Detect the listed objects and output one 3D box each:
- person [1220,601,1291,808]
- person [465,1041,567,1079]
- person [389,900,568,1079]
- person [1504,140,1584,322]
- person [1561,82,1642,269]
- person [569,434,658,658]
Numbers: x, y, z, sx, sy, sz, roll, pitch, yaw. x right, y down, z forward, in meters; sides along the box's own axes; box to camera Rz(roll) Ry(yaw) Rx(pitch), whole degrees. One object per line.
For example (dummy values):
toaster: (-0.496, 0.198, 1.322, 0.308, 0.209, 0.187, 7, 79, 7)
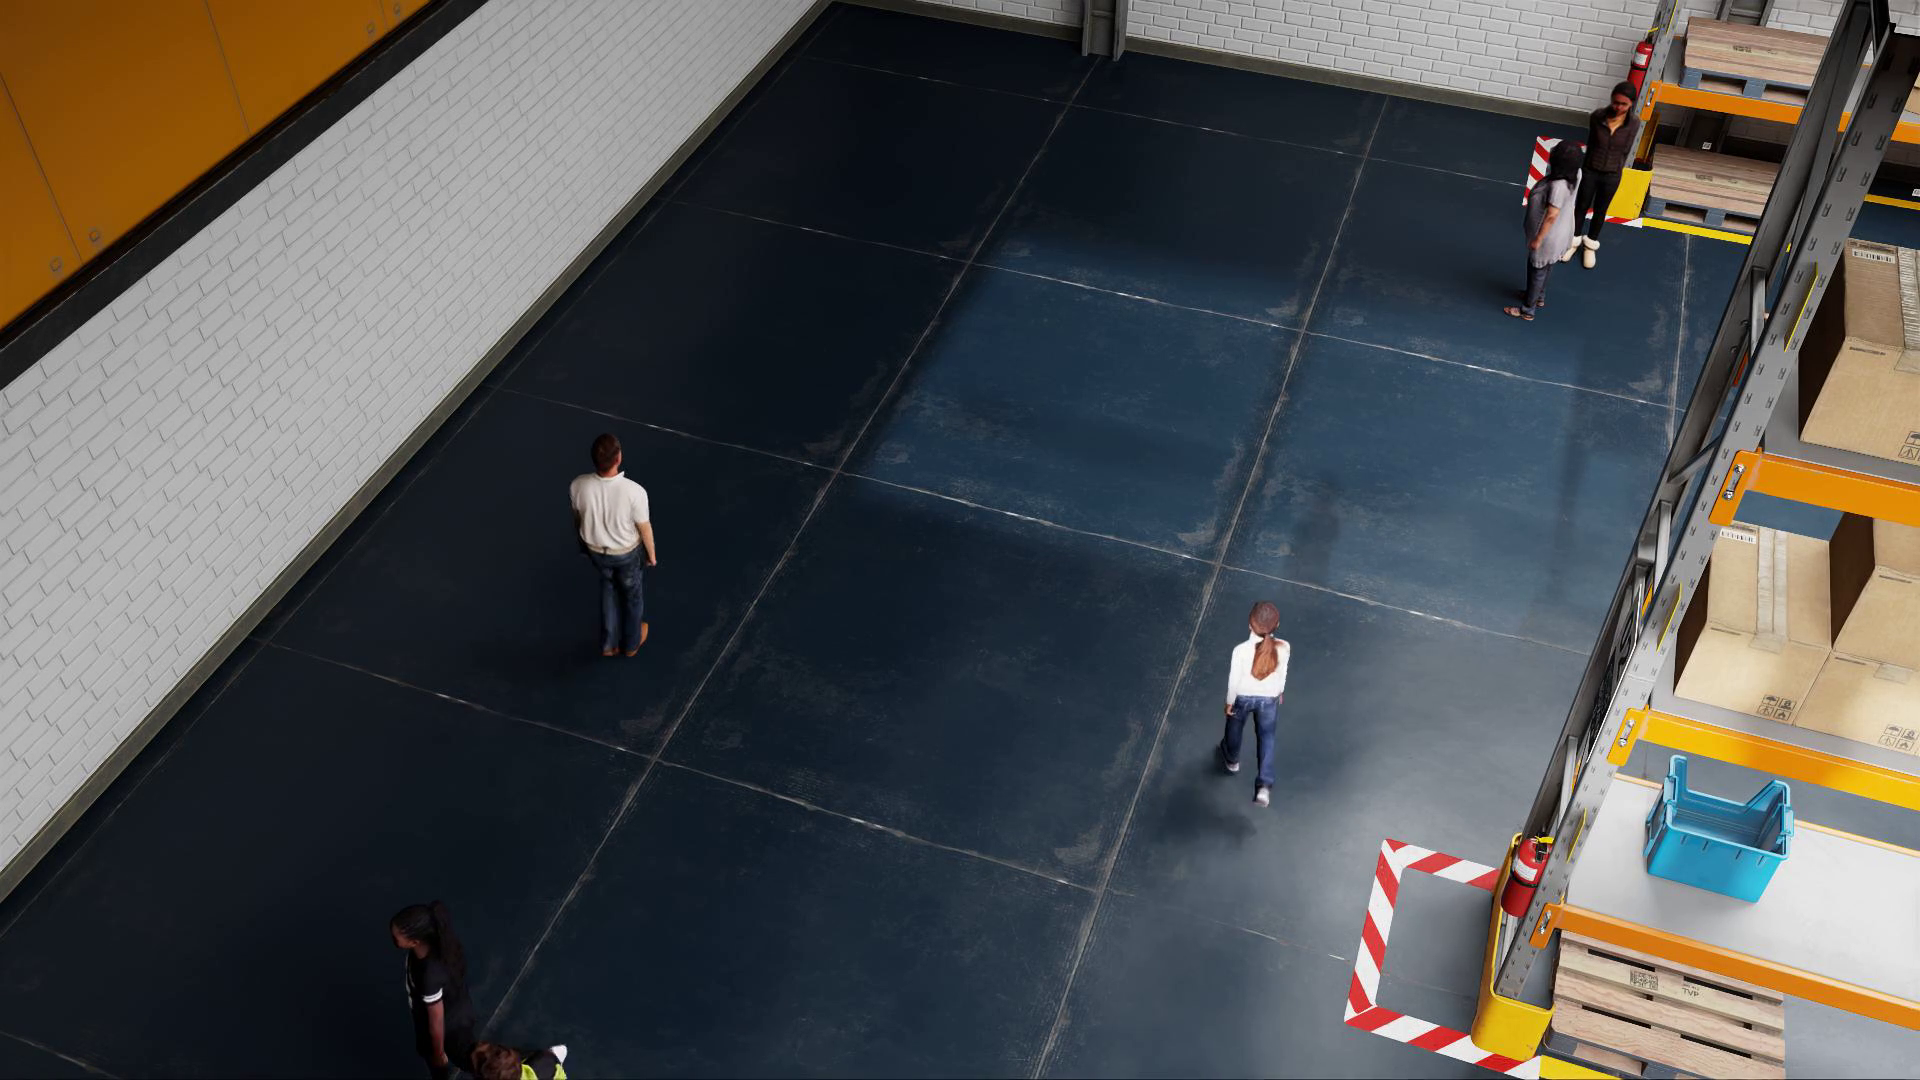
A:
person: (1.792, 1.003, 10.041, 0.935, 1.543, 0.803, -2, 44, -2)
person: (-1.964, 2.899, 7.735, 0.616, 1.979, 0.758, 13, 45, 14)
person: (-2.524, 2.404, 8.456, 1.150, 1.700, 1.079, -17, 46, -17)
person: (4.878, -2.574, 13.747, 0.726, 1.611, 0.697, 26, 49, 24)
person: (5.540, -3.191, 14.354, 0.555, 1.666, 0.619, -6, 44, -6)
person: (-2.254, 0.143, 10.732, 0.748, 1.834, 0.802, 7, 44, 7)
